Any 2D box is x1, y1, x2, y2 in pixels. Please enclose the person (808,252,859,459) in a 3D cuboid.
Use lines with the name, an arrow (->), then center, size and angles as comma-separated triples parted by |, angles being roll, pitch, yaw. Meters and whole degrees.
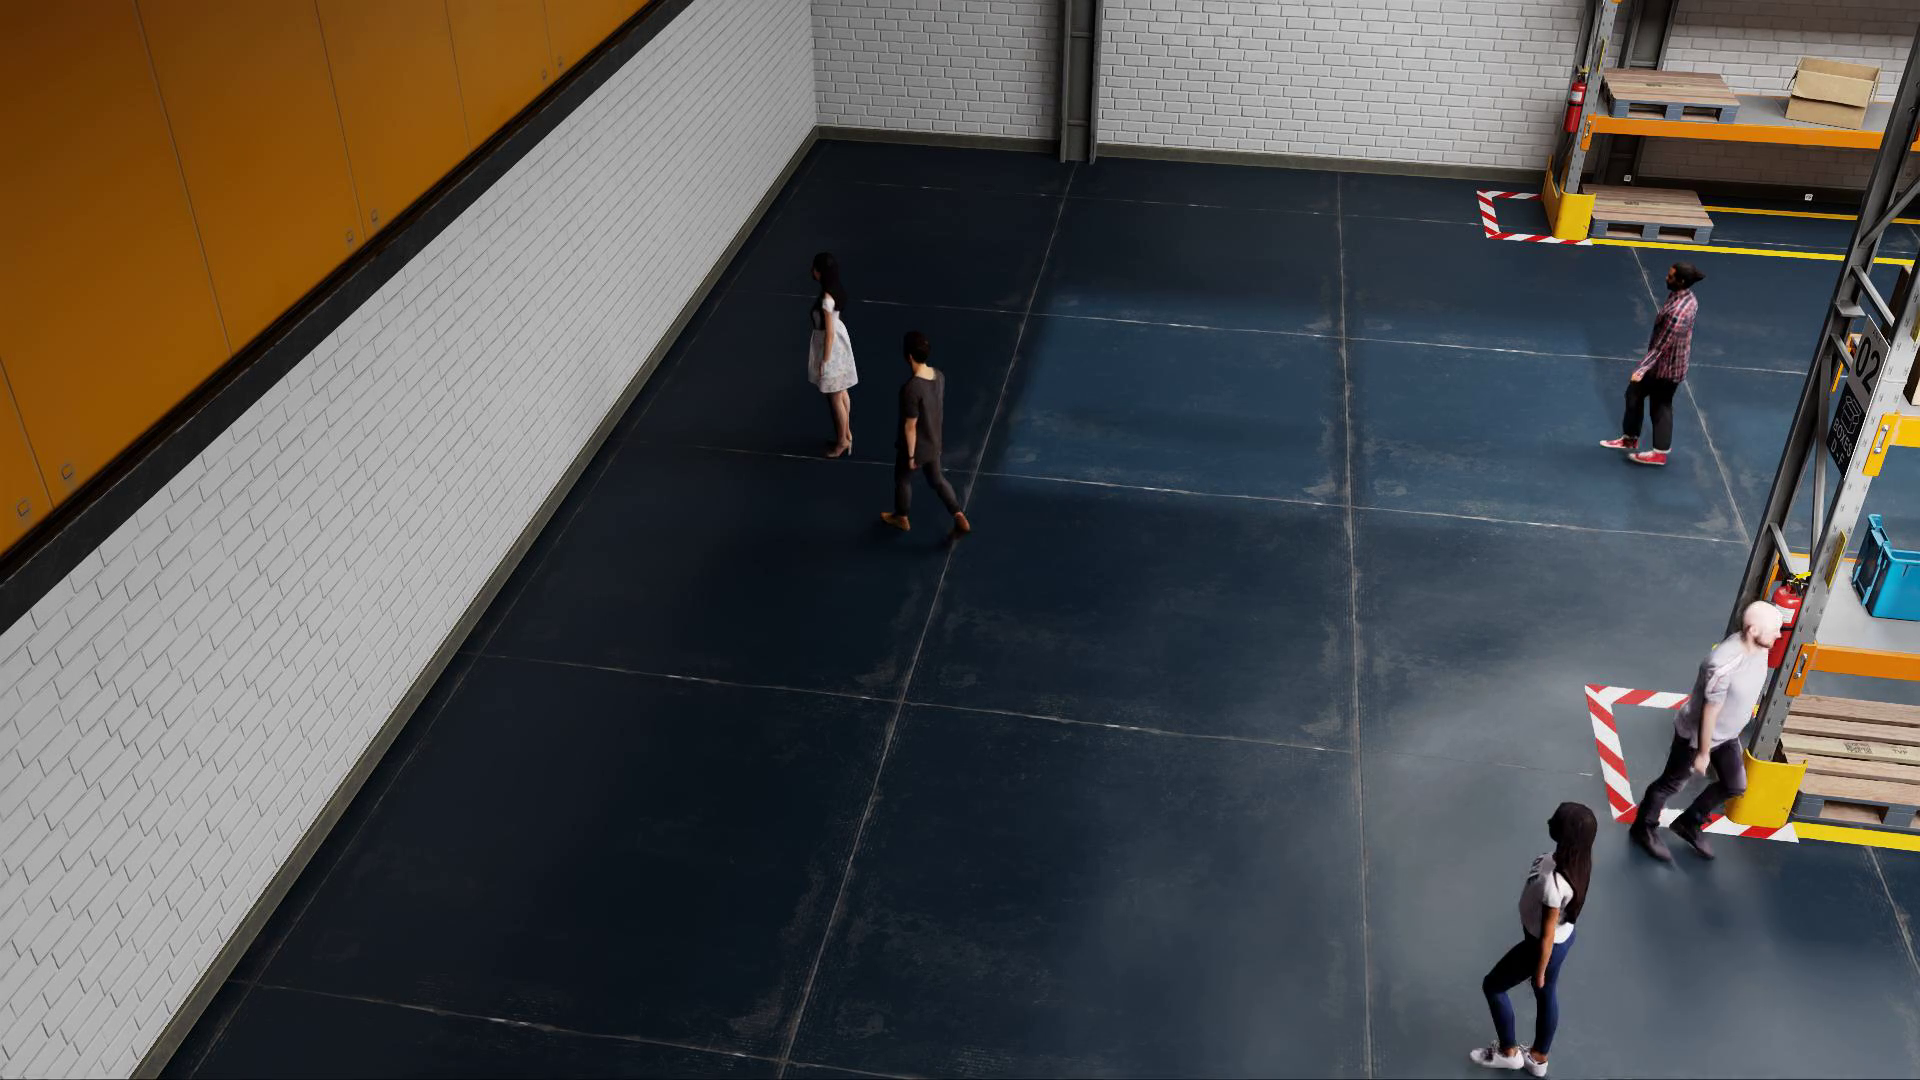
person -> -1.036, -1.480, 13.373 | 0.632, 1.773, 0.649 | 4, 34, 6

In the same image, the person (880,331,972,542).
person -> -0.228, -0.724, 12.306 | 1.141, 1.696, 0.942 | 24, 41, 32

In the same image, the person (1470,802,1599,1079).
person -> 2.945, 2.012, 8.129 | 0.742, 1.763, 0.702 | 24, 40, 31

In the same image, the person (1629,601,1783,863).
person -> 4.227, 1.048, 9.535 | 0.856, 1.812, 0.920 | -17, 37, -23

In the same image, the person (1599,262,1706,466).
person -> 5.688, -1.368, 13.234 | 0.807, 1.741, 0.736 | 10, 35, 15
